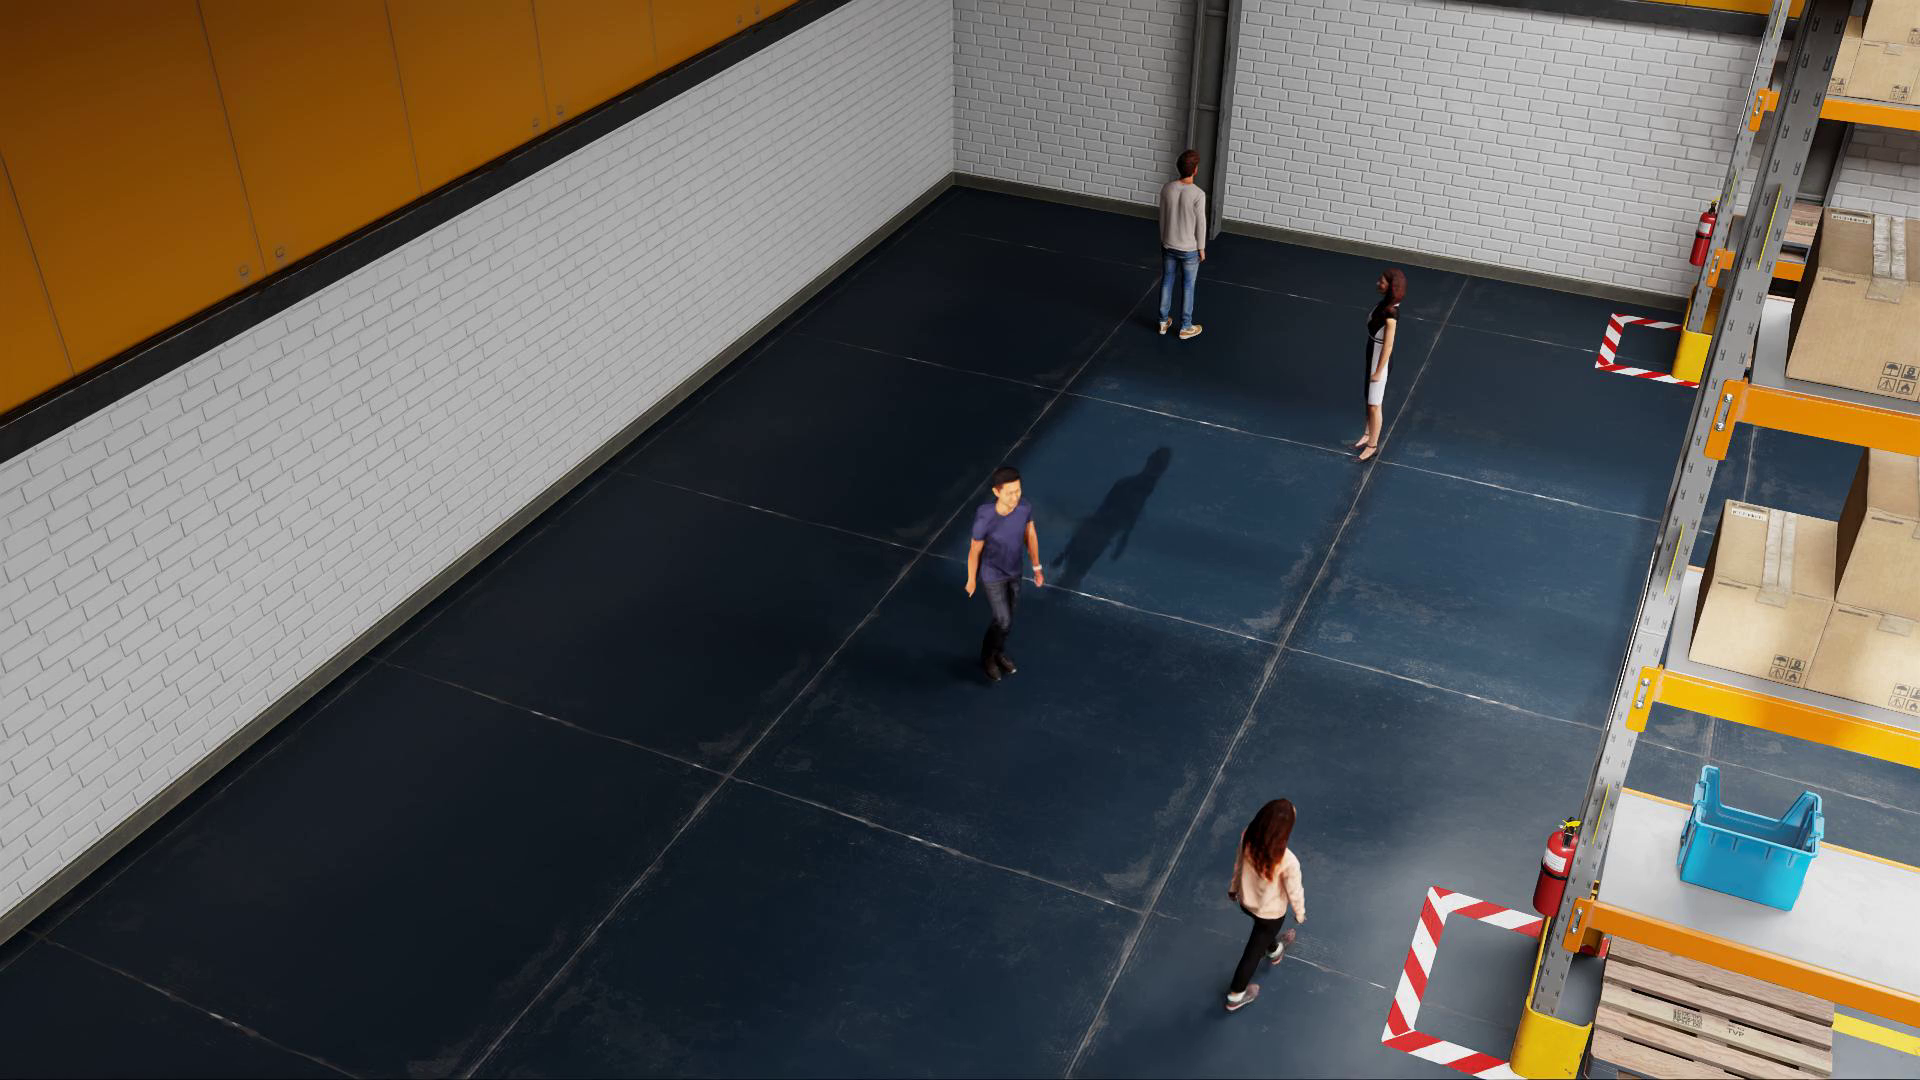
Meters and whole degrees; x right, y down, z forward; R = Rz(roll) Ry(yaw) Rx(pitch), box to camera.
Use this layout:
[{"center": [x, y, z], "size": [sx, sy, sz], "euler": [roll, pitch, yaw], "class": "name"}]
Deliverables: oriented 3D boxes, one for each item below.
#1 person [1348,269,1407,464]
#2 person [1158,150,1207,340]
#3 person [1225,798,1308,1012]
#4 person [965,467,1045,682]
[{"center": [3.593, -1.500, 14.299], "size": [0.588, 1.793, 0.635], "euler": [4, 34, 6], "class": "person"}, {"center": [2.169, -2.889, 16.287], "size": [0.564, 1.905, 0.752], "euler": [20, 39, 28], "class": "person"}, {"center": [1.642, 2.051, 9.259], "size": [0.891, 1.458, 0.912], "euler": [-23, 40, -30], "class": "person"}, {"center": [0.240, 0.188, 11.778], "size": [0.760, 1.773, 0.761], "euler": [-24, 41, -32], "class": "person"}]
